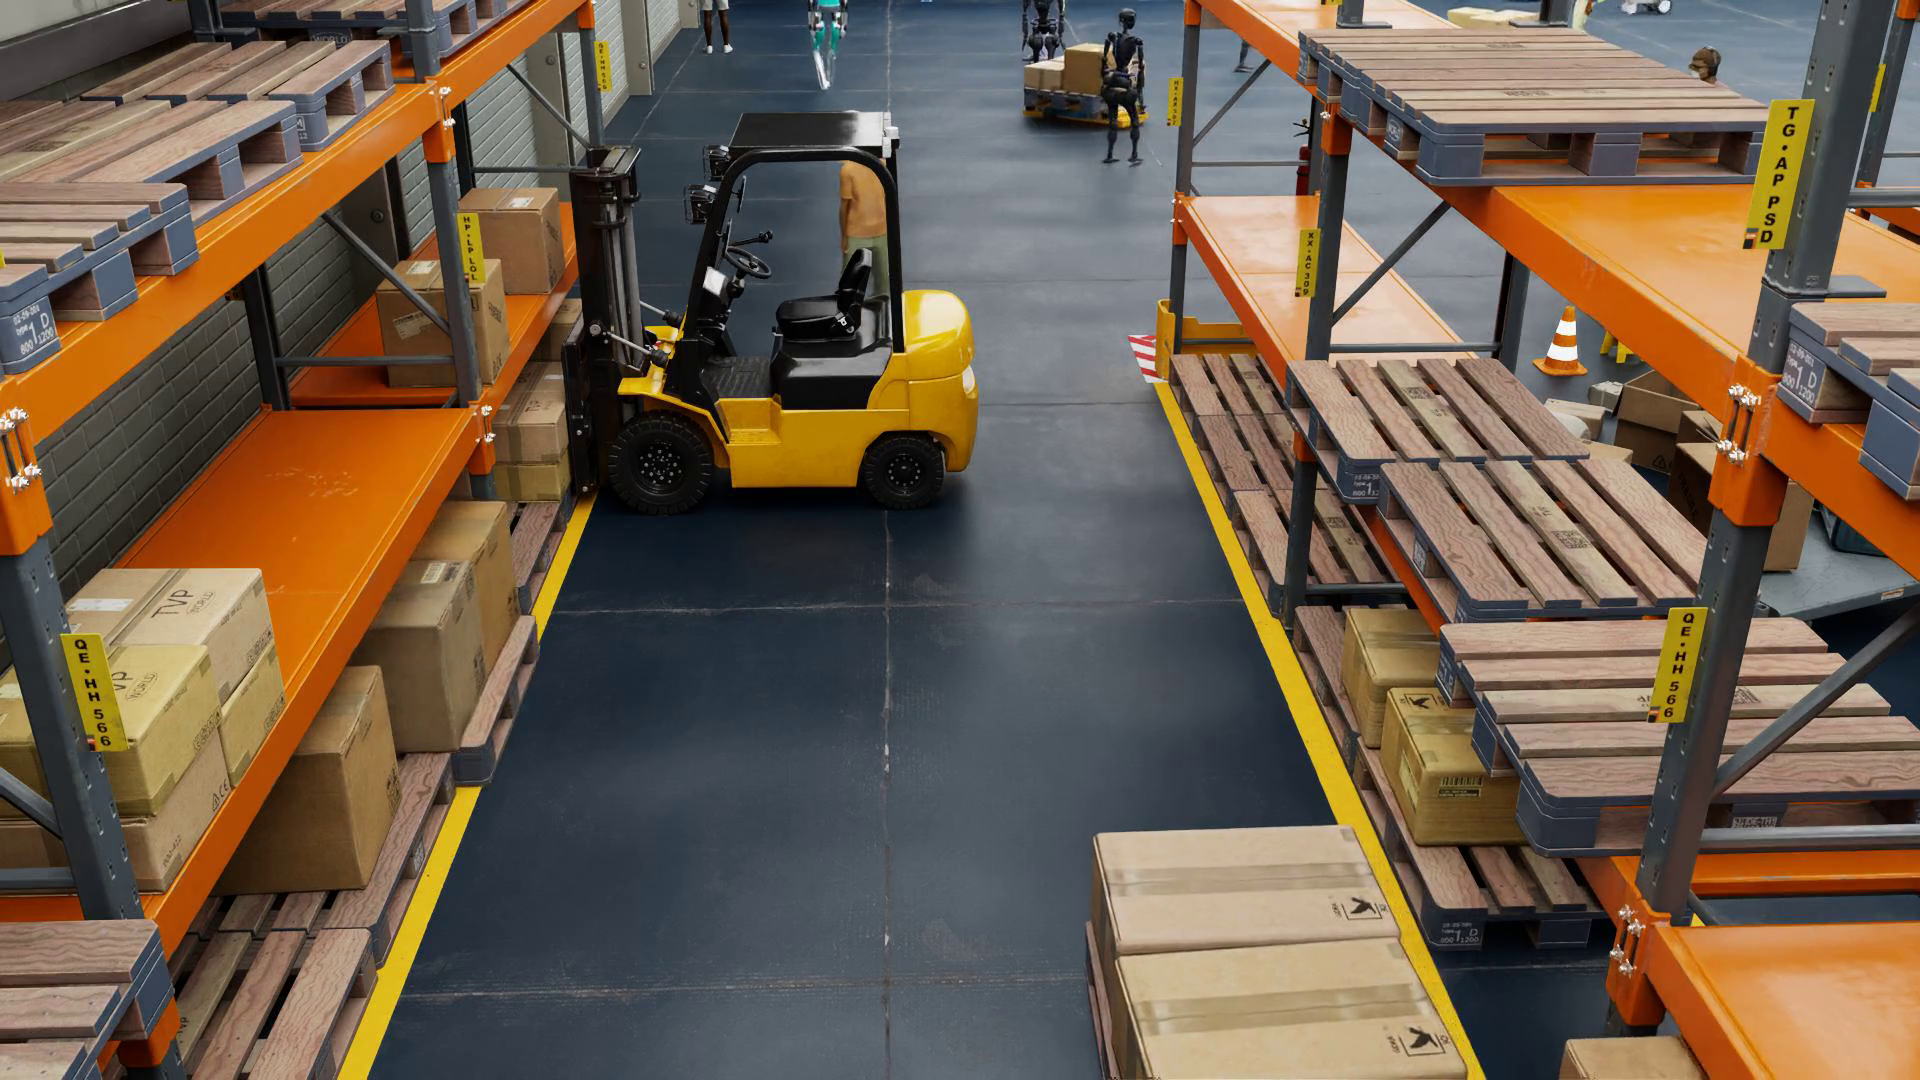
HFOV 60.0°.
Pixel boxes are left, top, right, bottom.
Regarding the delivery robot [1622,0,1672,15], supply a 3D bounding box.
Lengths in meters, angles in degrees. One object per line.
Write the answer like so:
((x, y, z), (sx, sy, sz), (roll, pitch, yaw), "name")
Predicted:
((12.009, -9.460, 29.020), (0.813, 0.610, 0.499), (0, 25, -1), "delivery robot")

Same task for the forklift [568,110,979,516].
((-1.043, -1.379, 9.976), (2.313, 2.155, 1.214), (-1, 25, -2), "forklift")

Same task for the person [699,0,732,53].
((-3.702, -8.282, 24.935), (0.545, 1.899, 0.376), (-4, 26, -8), "person")

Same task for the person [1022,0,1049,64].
((1.154, -7.846, 24.073), (0.391, 1.846, 0.564), (-6, 26, -12), "person")

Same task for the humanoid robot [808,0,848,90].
((-1.770, -6.825, 22.174), (0.553, 1.905, 0.739), (-4, 26, -9), "humanoid robot")

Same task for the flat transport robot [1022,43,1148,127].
((1.542, -5.309, 20.546), (1.431, 0.231, 0.659), (16, 30, 31), "flat transport robot")

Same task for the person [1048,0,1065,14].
((1.630, -9.985, 28.703), (0.562, 1.755, 0.320), (0, 25, 0), "person")

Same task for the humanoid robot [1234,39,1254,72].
((4.089, -7.474, 23.474), (0.321, 1.651, 0.587), (5, 26, 11), "humanoid robot")

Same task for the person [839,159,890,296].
((-0.672, -2.259, 12.409), (0.454, 1.706, 0.408), (-9, 27, -18), "person")

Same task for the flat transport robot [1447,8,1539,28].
((7.712, -7.163, 24.473), (0.659, 0.231, 1.431), (14, 29, 28), "flat transport robot")

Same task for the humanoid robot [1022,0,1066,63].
((1.100, -6.559, 21.568), (0.588, 1.637, 0.453), (5, 26, 10), "humanoid robot")

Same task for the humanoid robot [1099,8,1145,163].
((1.774, -4.951, 18.144), (0.611, 1.654, 0.392), (21, 33, 38), "humanoid robot")

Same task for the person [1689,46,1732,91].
((6.206, -3.194, 14.116), (0.351, 1.936, 0.634), (-11, 27, -22), "person")

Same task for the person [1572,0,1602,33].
((8.836, -7.596, 23.505), (0.424, 1.889, 0.529), (1, 25, 2), "person")
